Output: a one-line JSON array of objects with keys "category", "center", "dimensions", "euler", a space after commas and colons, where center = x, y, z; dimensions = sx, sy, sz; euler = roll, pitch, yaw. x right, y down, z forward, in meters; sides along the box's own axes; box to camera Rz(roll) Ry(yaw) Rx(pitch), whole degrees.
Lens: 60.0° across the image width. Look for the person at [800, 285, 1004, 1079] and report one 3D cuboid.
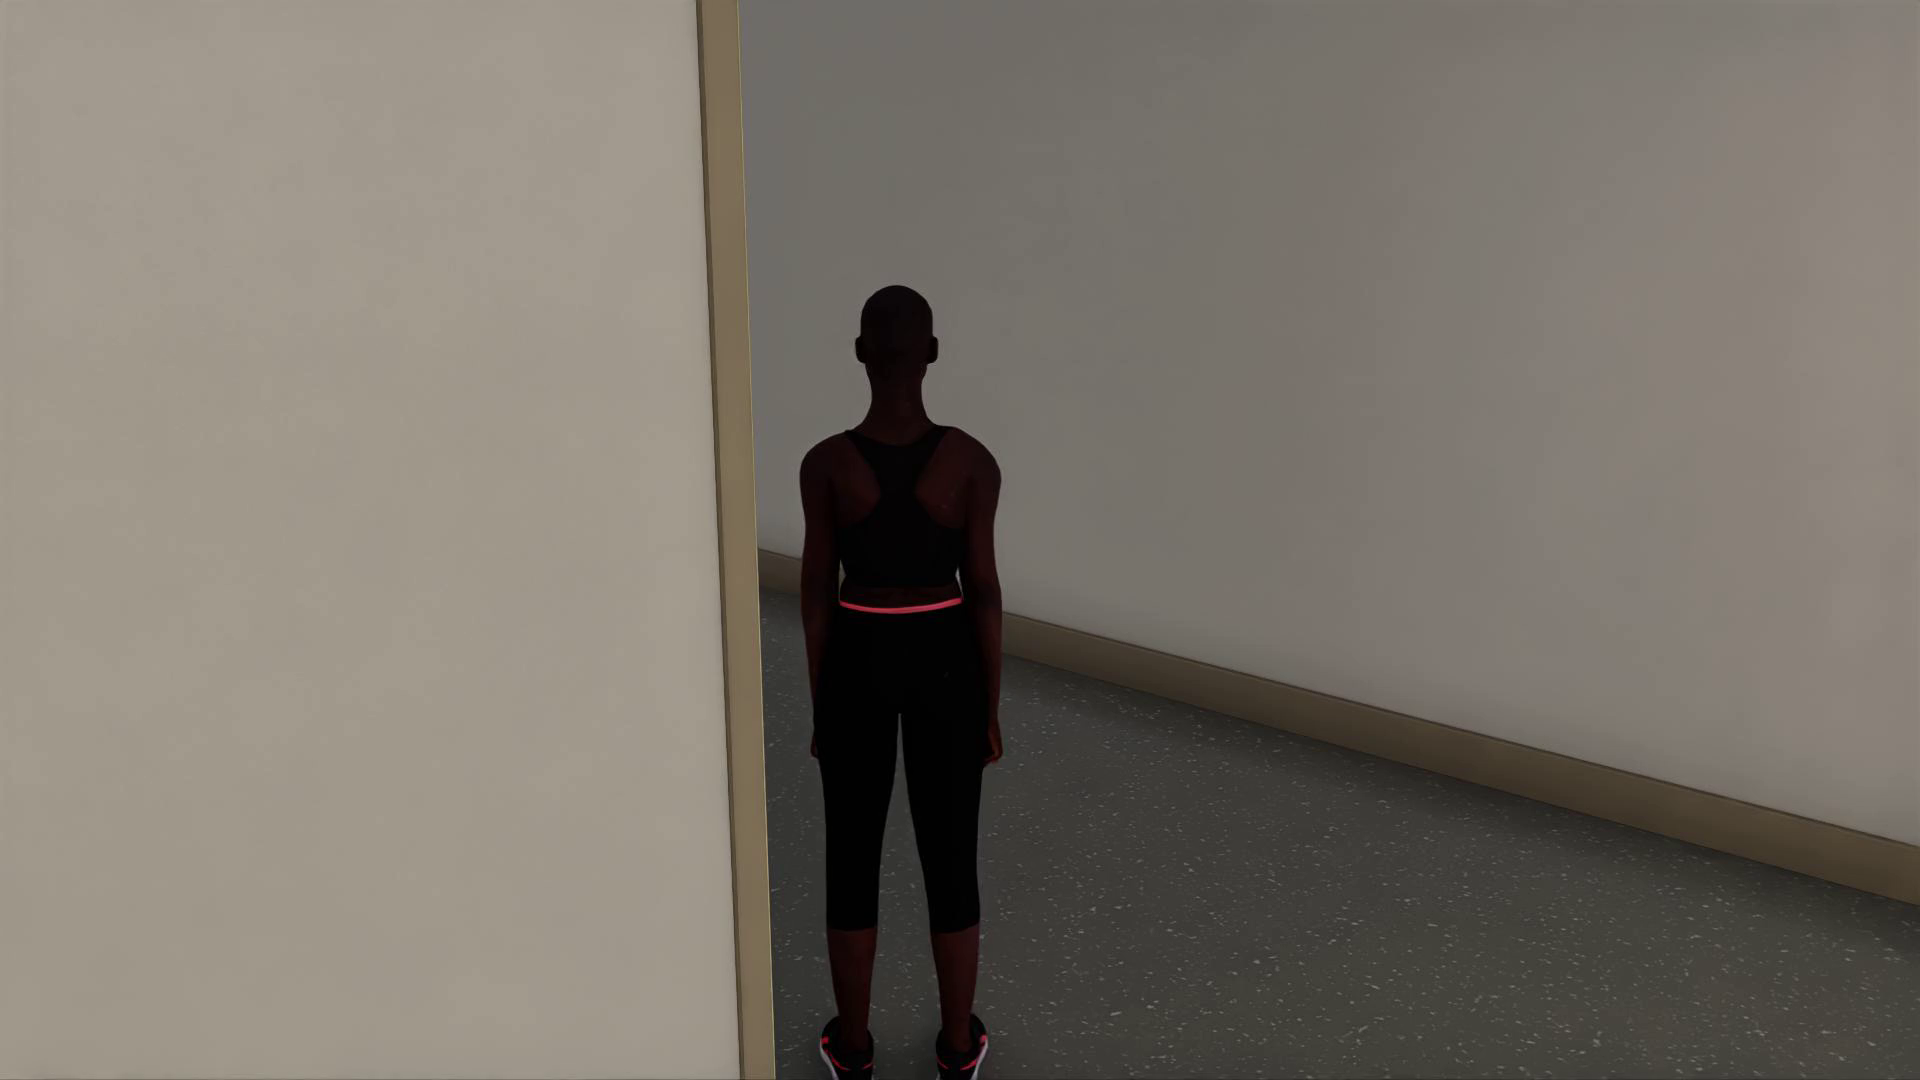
[{"category": "person", "center": [-0.129, 0.344, 3.513], "dimensions": [0.659, 1.757, 0.713], "euler": [-1, 16, -3]}]
